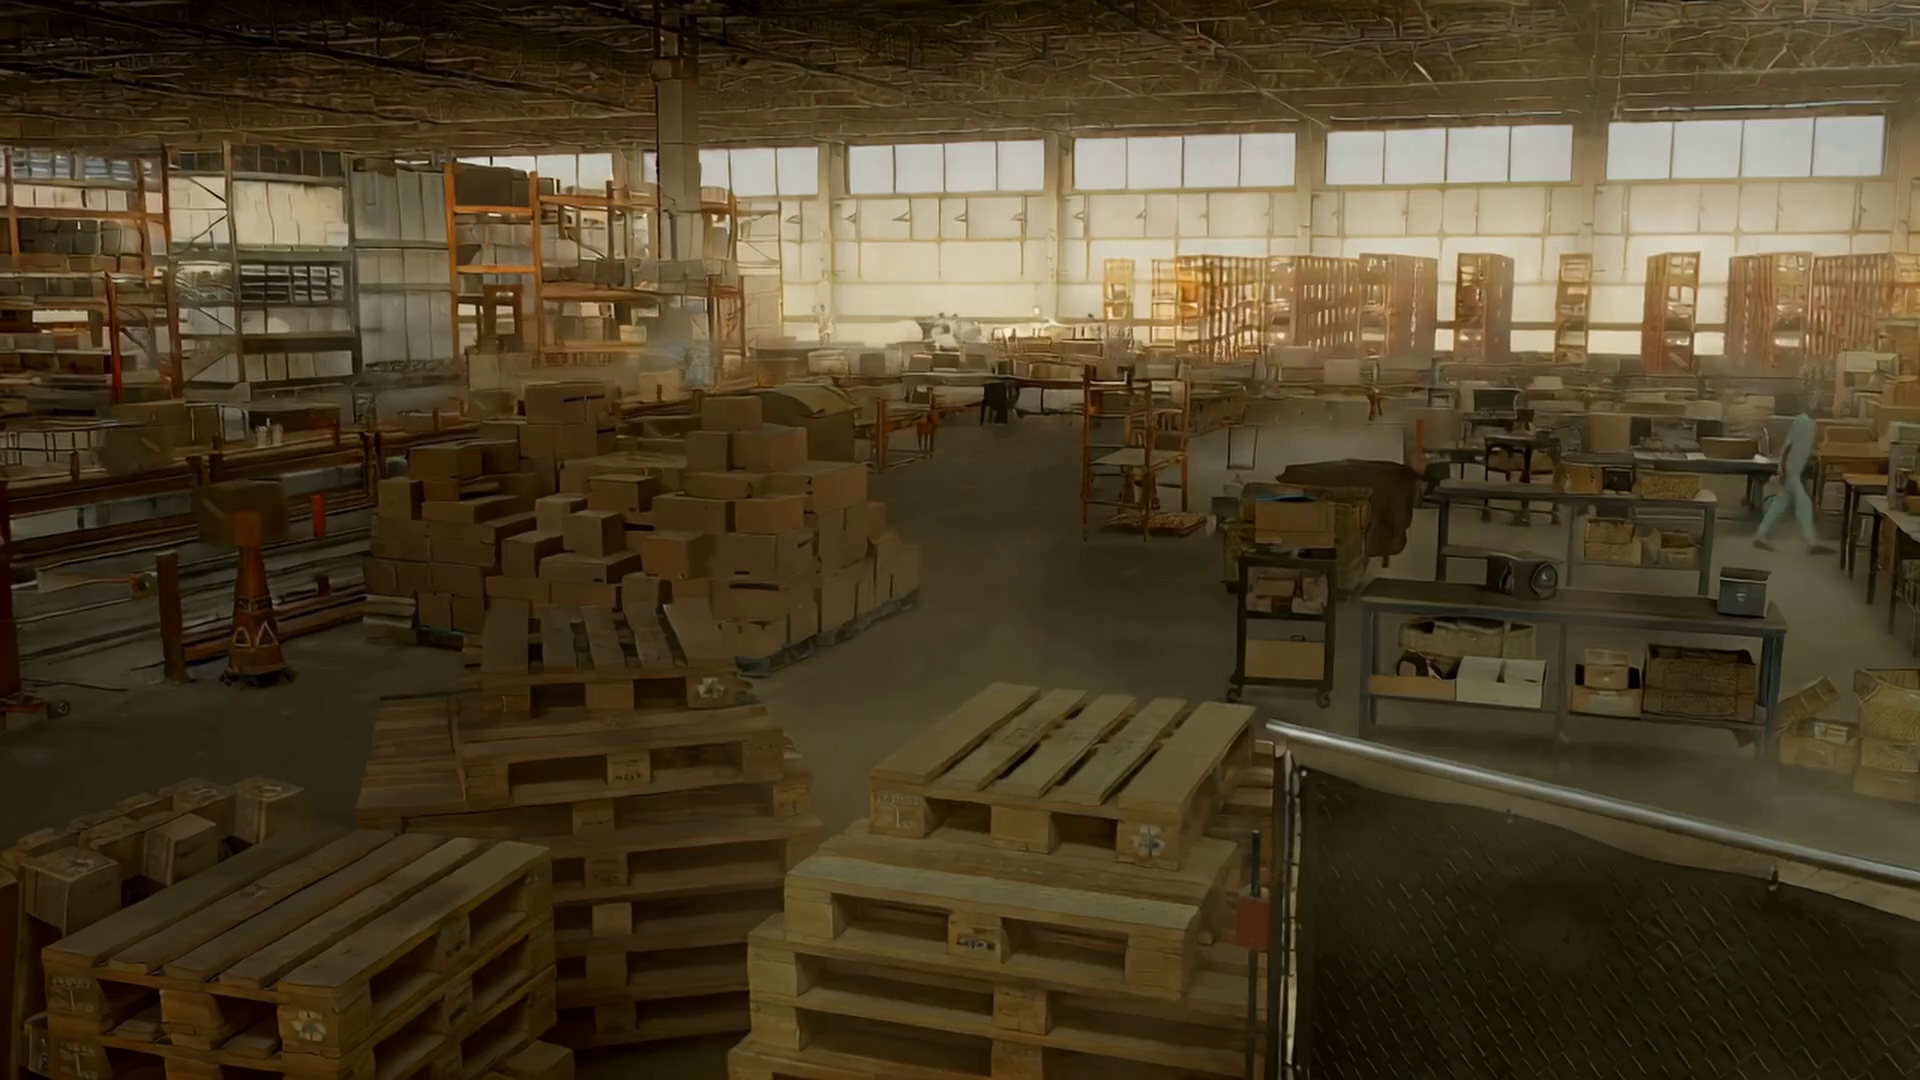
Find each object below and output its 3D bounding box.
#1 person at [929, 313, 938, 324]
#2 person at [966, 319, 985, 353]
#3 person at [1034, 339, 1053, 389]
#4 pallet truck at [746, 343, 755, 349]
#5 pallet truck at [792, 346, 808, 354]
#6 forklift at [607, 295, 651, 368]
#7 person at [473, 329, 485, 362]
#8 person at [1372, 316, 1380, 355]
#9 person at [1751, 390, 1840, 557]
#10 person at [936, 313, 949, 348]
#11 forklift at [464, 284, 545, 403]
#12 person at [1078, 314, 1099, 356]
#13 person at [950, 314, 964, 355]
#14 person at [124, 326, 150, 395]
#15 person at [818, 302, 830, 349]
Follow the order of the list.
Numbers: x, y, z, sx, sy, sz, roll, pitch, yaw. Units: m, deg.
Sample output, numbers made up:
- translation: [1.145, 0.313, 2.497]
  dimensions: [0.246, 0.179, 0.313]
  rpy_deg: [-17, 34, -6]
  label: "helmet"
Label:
- translation: [-0.937, -7.321, 59.788]
  dimensions: [0.952, 1.689, 0.485]
  rpy_deg: [3, 10, 19]
  label: "person"
- translation: [0.456, -5.193, 45.972]
  dimensions: [0.589, 1.834, 0.403]
  rpy_deg: [5, 10, 29]
  label: "person"
- translation: [1.951, -3.917, 37.758]
  dimensions: [0.993, 1.892, 0.604]
  rpy_deg: [2, 9, 14]
  label: "person"
- translation: [-6.183, -4.618, 44.264]
  dimensions: [1.601, 1.201, 0.680]
  rpy_deg: [-9, 12, -43]
  label: "pallet truck"
- translation: [-3.705, -4.298, 42.022]
  dimensions: [0.653, 1.274, 1.630]
  rpy_deg: [3, 10, 20]
  label: "pallet truck"
- translation: [-9.878, -6.068, 48.191]
  dimensions: [1.129, 2.768, 1.873]
  rpy_deg: [3, 10, 20]
  label: "forklift"
- translation: [-12.036, -4.482, 41.966]
  dimensions: [0.322, 1.690, 0.533]
  rpy_deg: [7, 11, 38]
  label: "person"
- translation: [13.879, -6.713, 55.526]
  dimensions: [0.403, 1.828, 0.595]
  rpy_deg: [0, 9, 1]
  label: "person"
- translation: [9.118, -0.729, 18.052]
  dimensions: [0.929, 1.796, 0.547]
  rpy_deg: [8, 12, 40]
  label: "person"
- translation: [-0.536, -6.301, 52.886]
  dimensions: [0.388, 1.848, 0.564]
  rpy_deg: [6, 11, 33]
  label: "person"
- translation: [-10.832, -4.702, 39.610]
  dimensions: [1.129, 2.768, 1.873]
  rpy_deg: [3, 10, 20]
  label: "forklift"
- translation: [3.938, -5.967, 50.812]
  dimensions: [0.634, 1.860, 1.028]
  rpy_deg: [-3, 9, -17]
  label: "person"
- translation: [-0.124, -6.703, 55.752]
  dimensions: [0.401, 1.733, 0.586]
  rpy_deg: [8, 12, 43]
  label: "person"
- translation: [-20.909, -4.542, 42.129]
  dimensions: [0.528, 1.757, 0.536]
  rpy_deg: [5, 11, 31]
  label: "person"
- translation: [-5.557, -8.738, 67.912]
  dimensions: [0.369, 1.933, 0.551]
  rpy_deg: [-8, 12, -41]
  label: "person"
